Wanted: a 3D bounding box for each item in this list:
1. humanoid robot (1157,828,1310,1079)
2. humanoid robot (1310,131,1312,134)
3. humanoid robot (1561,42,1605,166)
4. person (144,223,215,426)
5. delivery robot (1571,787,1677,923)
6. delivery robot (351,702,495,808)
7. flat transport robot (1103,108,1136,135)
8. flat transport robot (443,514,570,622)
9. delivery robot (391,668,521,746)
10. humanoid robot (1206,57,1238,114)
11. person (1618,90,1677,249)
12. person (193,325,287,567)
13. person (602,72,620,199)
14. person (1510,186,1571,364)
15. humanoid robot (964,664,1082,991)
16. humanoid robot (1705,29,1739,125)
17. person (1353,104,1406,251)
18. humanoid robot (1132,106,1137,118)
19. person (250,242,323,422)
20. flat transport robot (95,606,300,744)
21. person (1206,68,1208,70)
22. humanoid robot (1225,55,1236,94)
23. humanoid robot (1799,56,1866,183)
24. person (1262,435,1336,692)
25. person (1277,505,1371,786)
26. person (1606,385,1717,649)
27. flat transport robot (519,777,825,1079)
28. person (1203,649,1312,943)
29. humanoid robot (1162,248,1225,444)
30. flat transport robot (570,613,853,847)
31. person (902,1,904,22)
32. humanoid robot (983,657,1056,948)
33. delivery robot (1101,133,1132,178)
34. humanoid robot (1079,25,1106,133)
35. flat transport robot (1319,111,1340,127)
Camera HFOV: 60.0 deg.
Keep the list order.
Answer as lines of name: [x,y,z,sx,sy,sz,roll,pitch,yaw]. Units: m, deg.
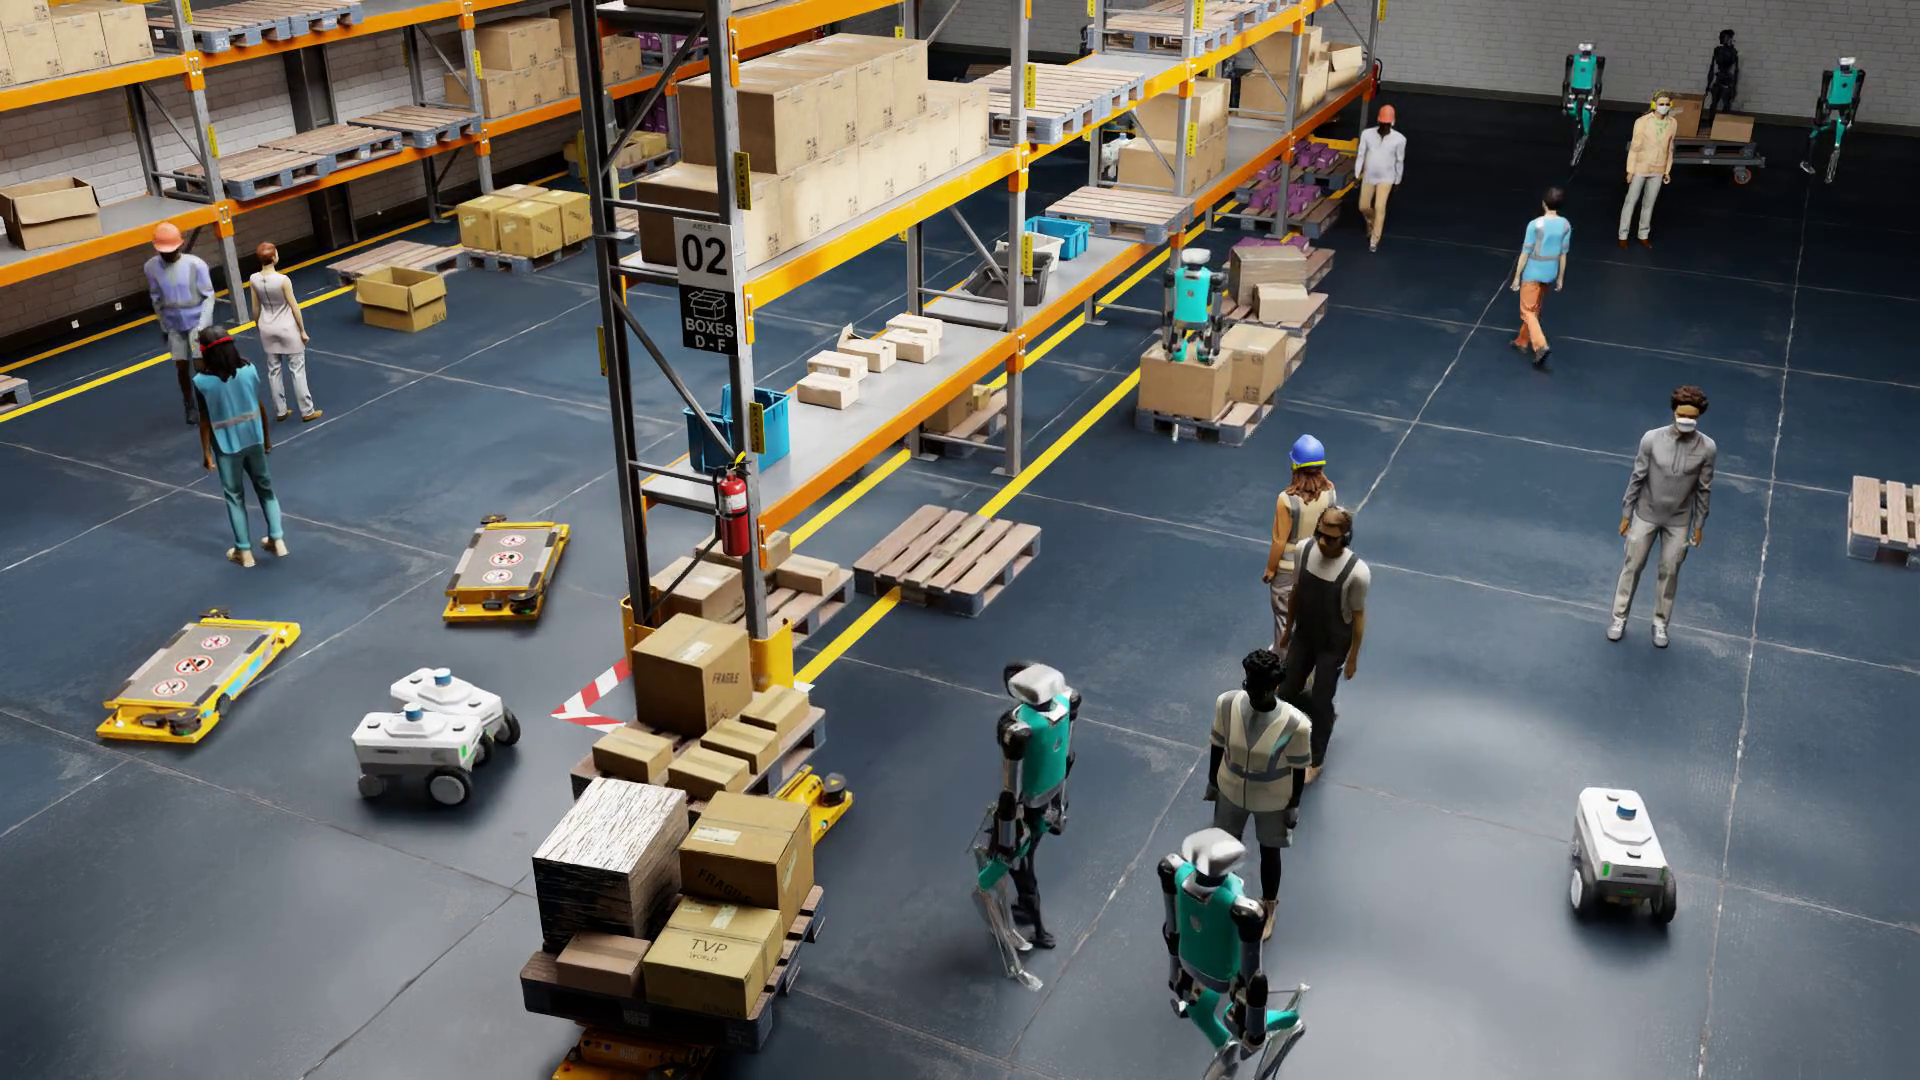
humanoid robot: [1.200,1.946,7.196,0.915,1.762,0.547,-21,33,-36]
humanoid robot: [5.240,-6.792,24.831,0.674,1.785,0.544,-6,27,-12]
humanoid robot: [8.929,-6.285,23.840,0.549,1.774,0.946,13,29,25]
person: [-6.894,-1.916,14.844,0.563,1.903,0.512,-2,26,-4]
delivery robot: [3.582,1.690,9.040,0.499,0.594,0.778,4,27,7]
delivery robot: [-3.205,1.253,9.936,0.799,0.605,0.499,1,26,3]
flat transport robot: [2.306,-6.504,25.916,1.431,0.231,0.659,10,28,19]
flat transport robot: [-3.358,0.198,12.379,0.659,0.231,1.431,-1,26,-2]
delivery robot: [-3.150,1.081,10.280,0.798,0.601,0.499,16,30,28]
humanoid robot: [3.691,-6.100,23.552,0.595,1.650,0.645,22,34,37]
person: [8.249,-4.446,19.952,0.551,1.877,0.410,-2,26,-4]
person: [-5.368,-0.696,12.392,0.391,1.863,0.504,21,33,36]
person: [-4.555,-5.088,21.278,0.390,1.846,0.566,1,26,3]
person: [5.723,-2.600,16.367,0.501,1.738,0.764,-6,27,-12]
humanoid robot: [0.223,1.369,8.361,0.693,1.796,0.545,20,33,34]
humanoid robot: [11.538,-6.837,25.031,0.539,1.626,0.608,-8,27,-16]
person: [5.037,-4.379,19.968,0.573,1.730,0.561,13,29,24]
humanoid robot: [2.799,-6.681,24.682,0.700,1.849,0.545,5,27,10]
person: [-6.110,-1.865,14.973,0.464,1.659,0.272,3,27,7]
flat transport robot: [-5.015,0.879,11.002,0.659,0.231,1.431,3,26,6]
person: [4.184,-8.591,28.322,0.958,1.877,0.529,10,28,19]
humanoid robot: [3.844,-6.621,24.579,0.396,1.642,0.610,-5,27,-9]
humanoid robot: [11.997,-5.857,22.995,0.575,1.764,0.993,5,27,9]
person: [2.187,0.158,10.759,0.459,1.778,0.307,-11,28,-21]
person: [2.150,0.593,9.821,0.484,1.827,0.524,-23,34,-38]
person: [4.785,-0.172,11.301,0.547,1.891,0.386,9,28,18]
flat transport robot: [-1.409,2.228,8.277,0.659,0.231,1.431,7,27,13]
person: [1.507,1.303,8.534,0.539,1.695,0.317,15,30,27]
humanoid robot: [2.080,-1.763,14.684,0.530,1.780,0.745,9,28,17]
flat transport robot: [-1.415,1.477,9.795,1.431,0.231,0.659,12,29,23]
person: [-0.871,-9.481,30.184,0.366,1.825,0.510,-1,26,-2]
humanoid robot: [0.330,1.349,8.470,0.360,1.654,0.608,11,28,20]
delivery robot: [2.299,-5.419,23.418,0.803,0.608,0.499,-17,31,-31]
humanoid robot: [1.991,-7.015,25.395,0.514,1.648,0.590,-11,28,-20]
flat transport robot: [5.287,-6.834,26.582,1.431,0.231,0.659,21,33,36]
